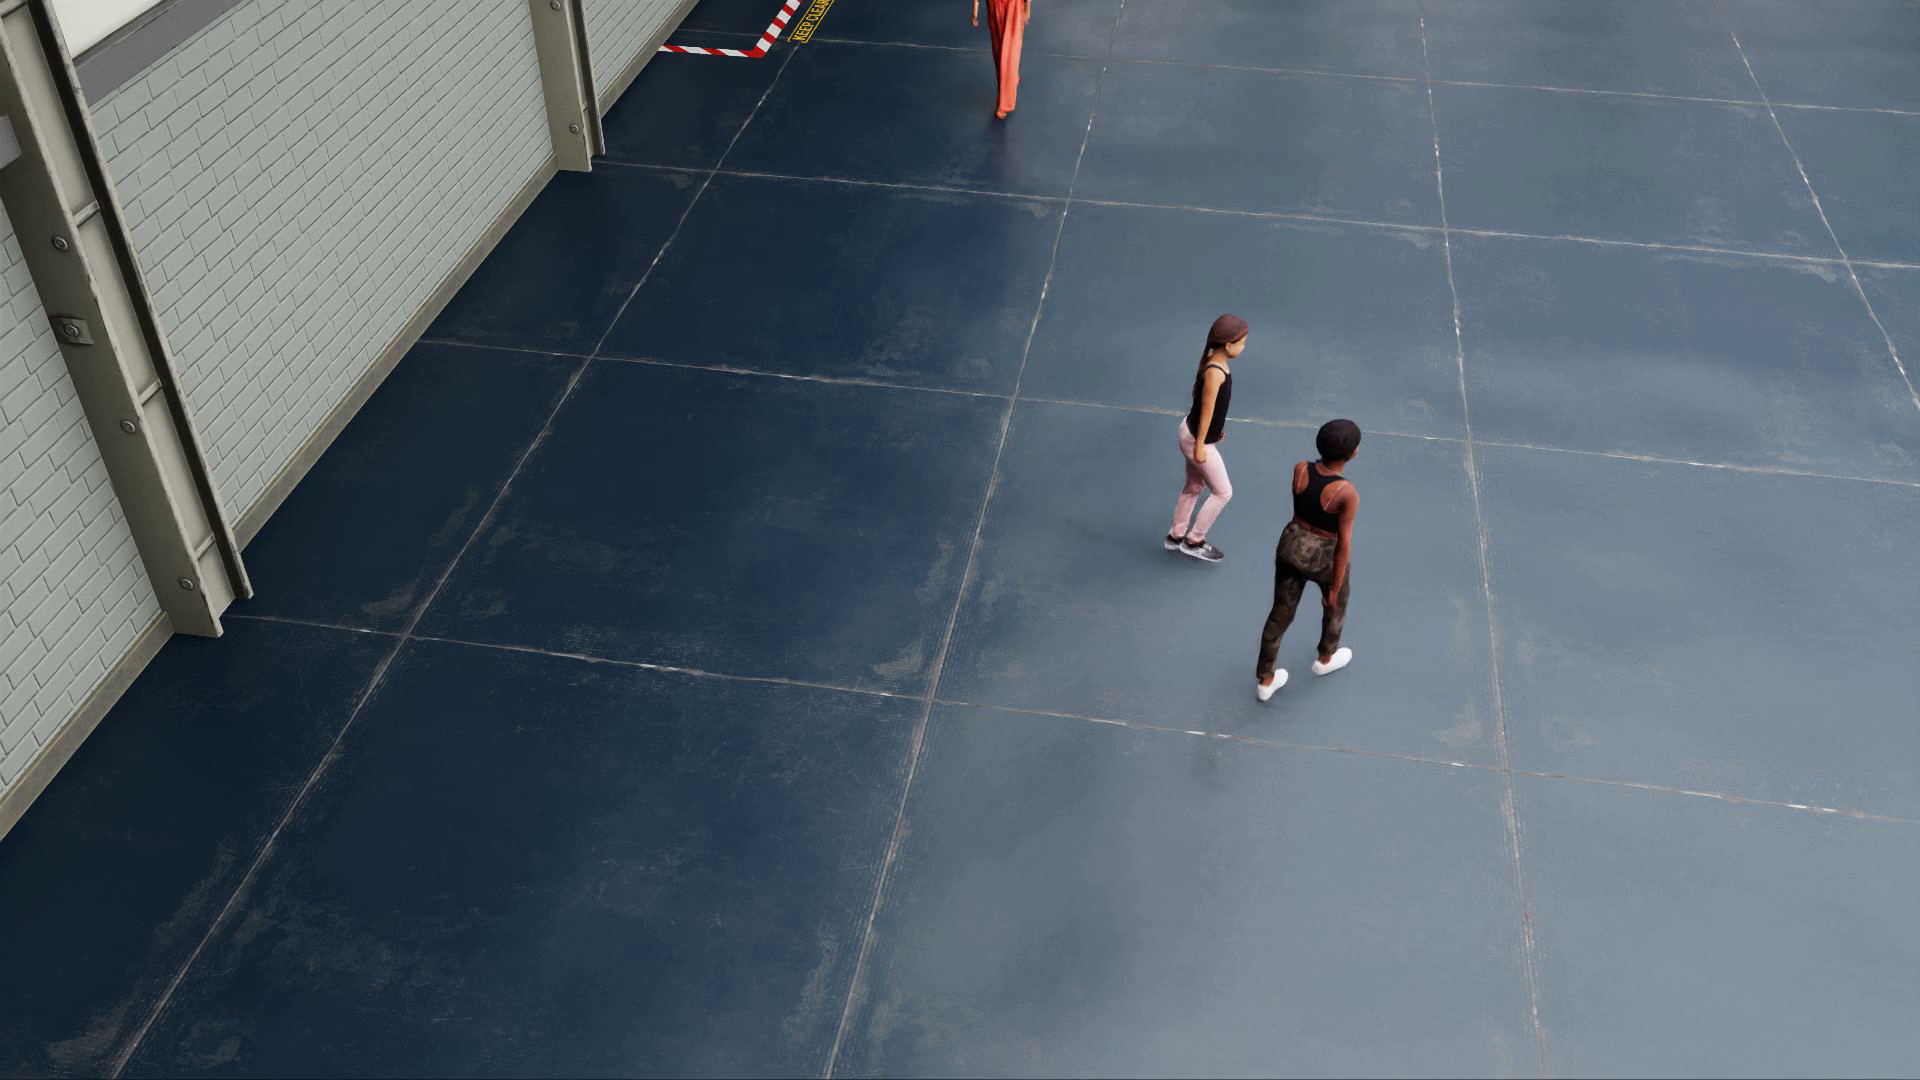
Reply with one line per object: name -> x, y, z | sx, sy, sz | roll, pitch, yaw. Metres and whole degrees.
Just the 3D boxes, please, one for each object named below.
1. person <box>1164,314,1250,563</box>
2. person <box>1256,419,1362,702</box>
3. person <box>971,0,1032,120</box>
person -> 1.318, -0.569, 9.489 | 0.636, 1.541, 0.535 | 6, 38, 7
person -> 1.726, 0.160, 8.451 | 0.885, 1.670, 0.977 | 29, 47, 32
person -> 0.411, -4.667, 14.537 | 0.700, 1.774, 1.041 | 11, 39, 14
